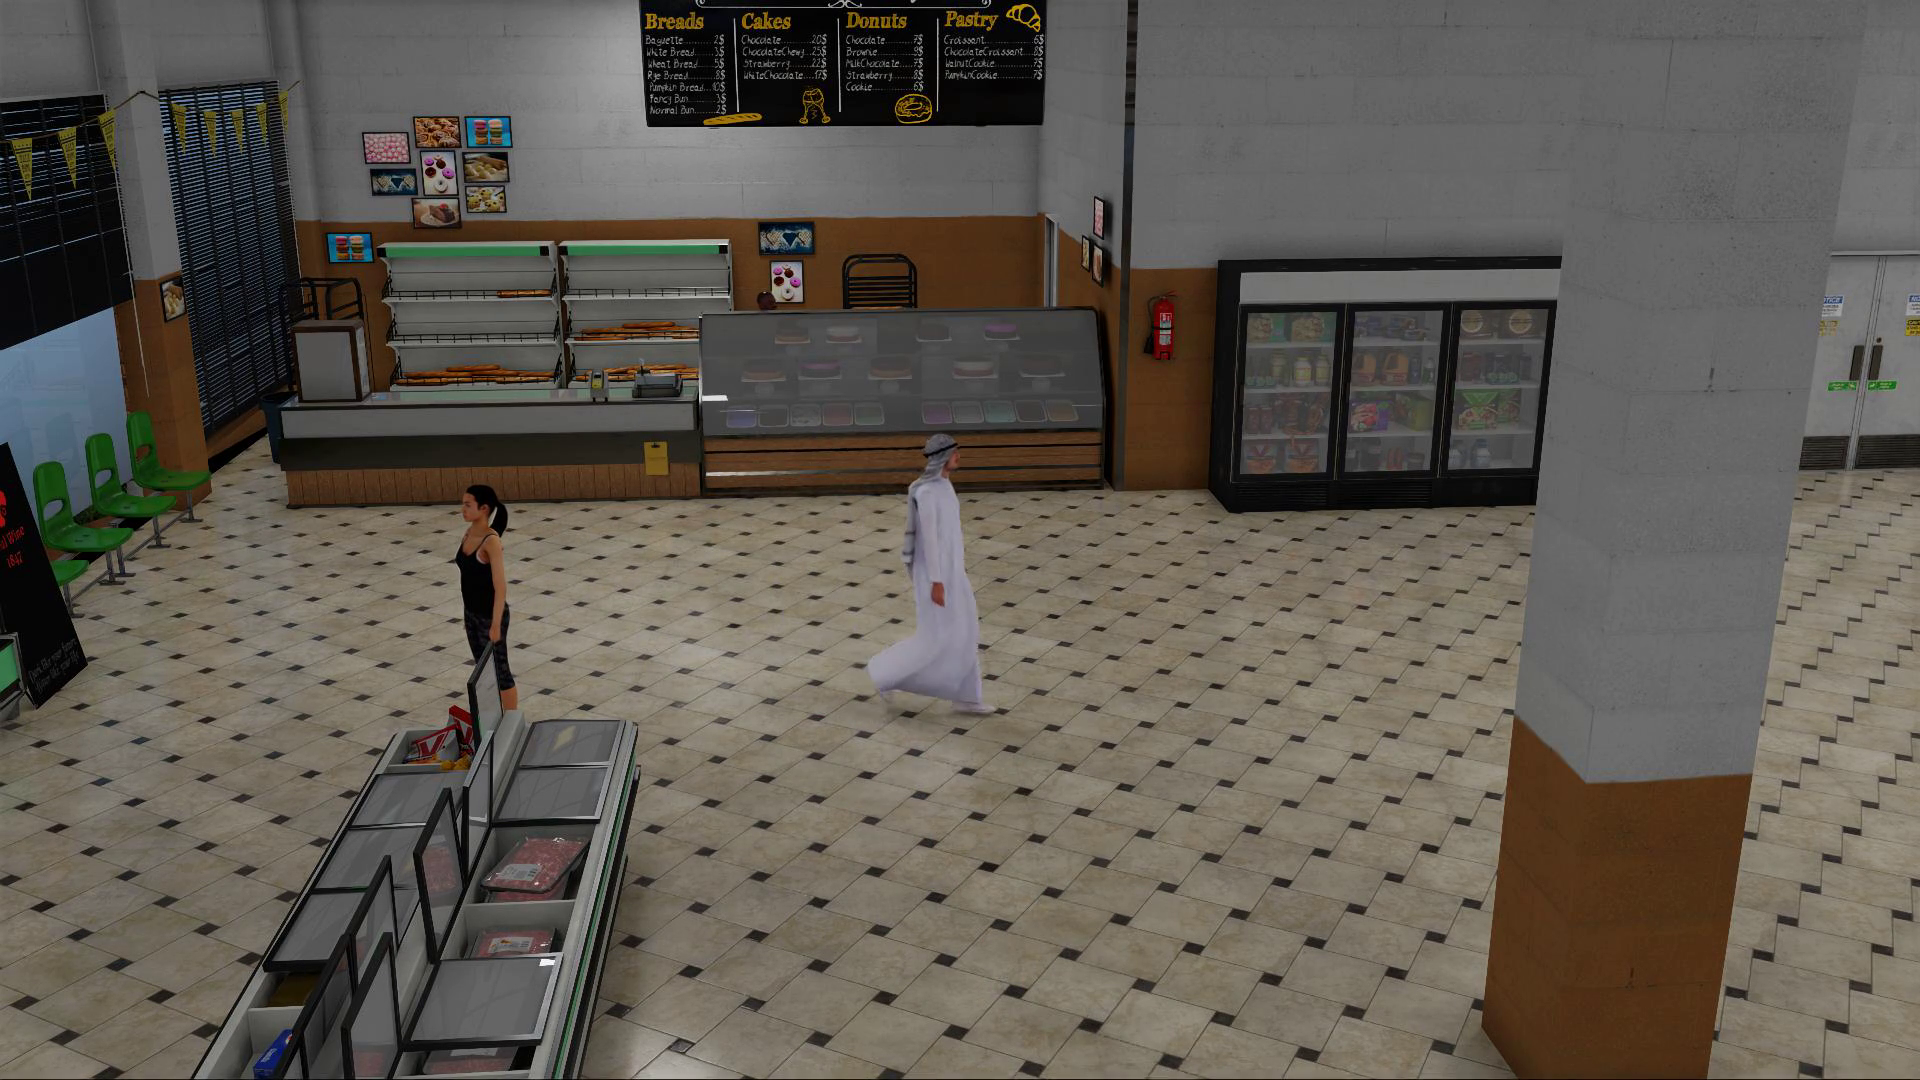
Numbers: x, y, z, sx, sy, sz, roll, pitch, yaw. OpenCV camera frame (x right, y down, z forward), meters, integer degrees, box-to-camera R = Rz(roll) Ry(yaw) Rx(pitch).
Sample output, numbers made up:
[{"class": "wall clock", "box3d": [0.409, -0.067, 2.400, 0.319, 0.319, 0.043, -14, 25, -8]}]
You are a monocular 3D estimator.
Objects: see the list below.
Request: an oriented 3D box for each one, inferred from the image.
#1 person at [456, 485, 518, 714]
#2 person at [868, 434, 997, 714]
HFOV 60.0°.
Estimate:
[{"class": "person", "box3d": [-2.983, 0.483, 10.535, 0.726, 1.729, 0.651, -15, 23, -41]}, {"class": "person", "box3d": [-0.217, 0.248, 11.004, 1.051, 1.905, 1.158, 6, 18, 18]}]
